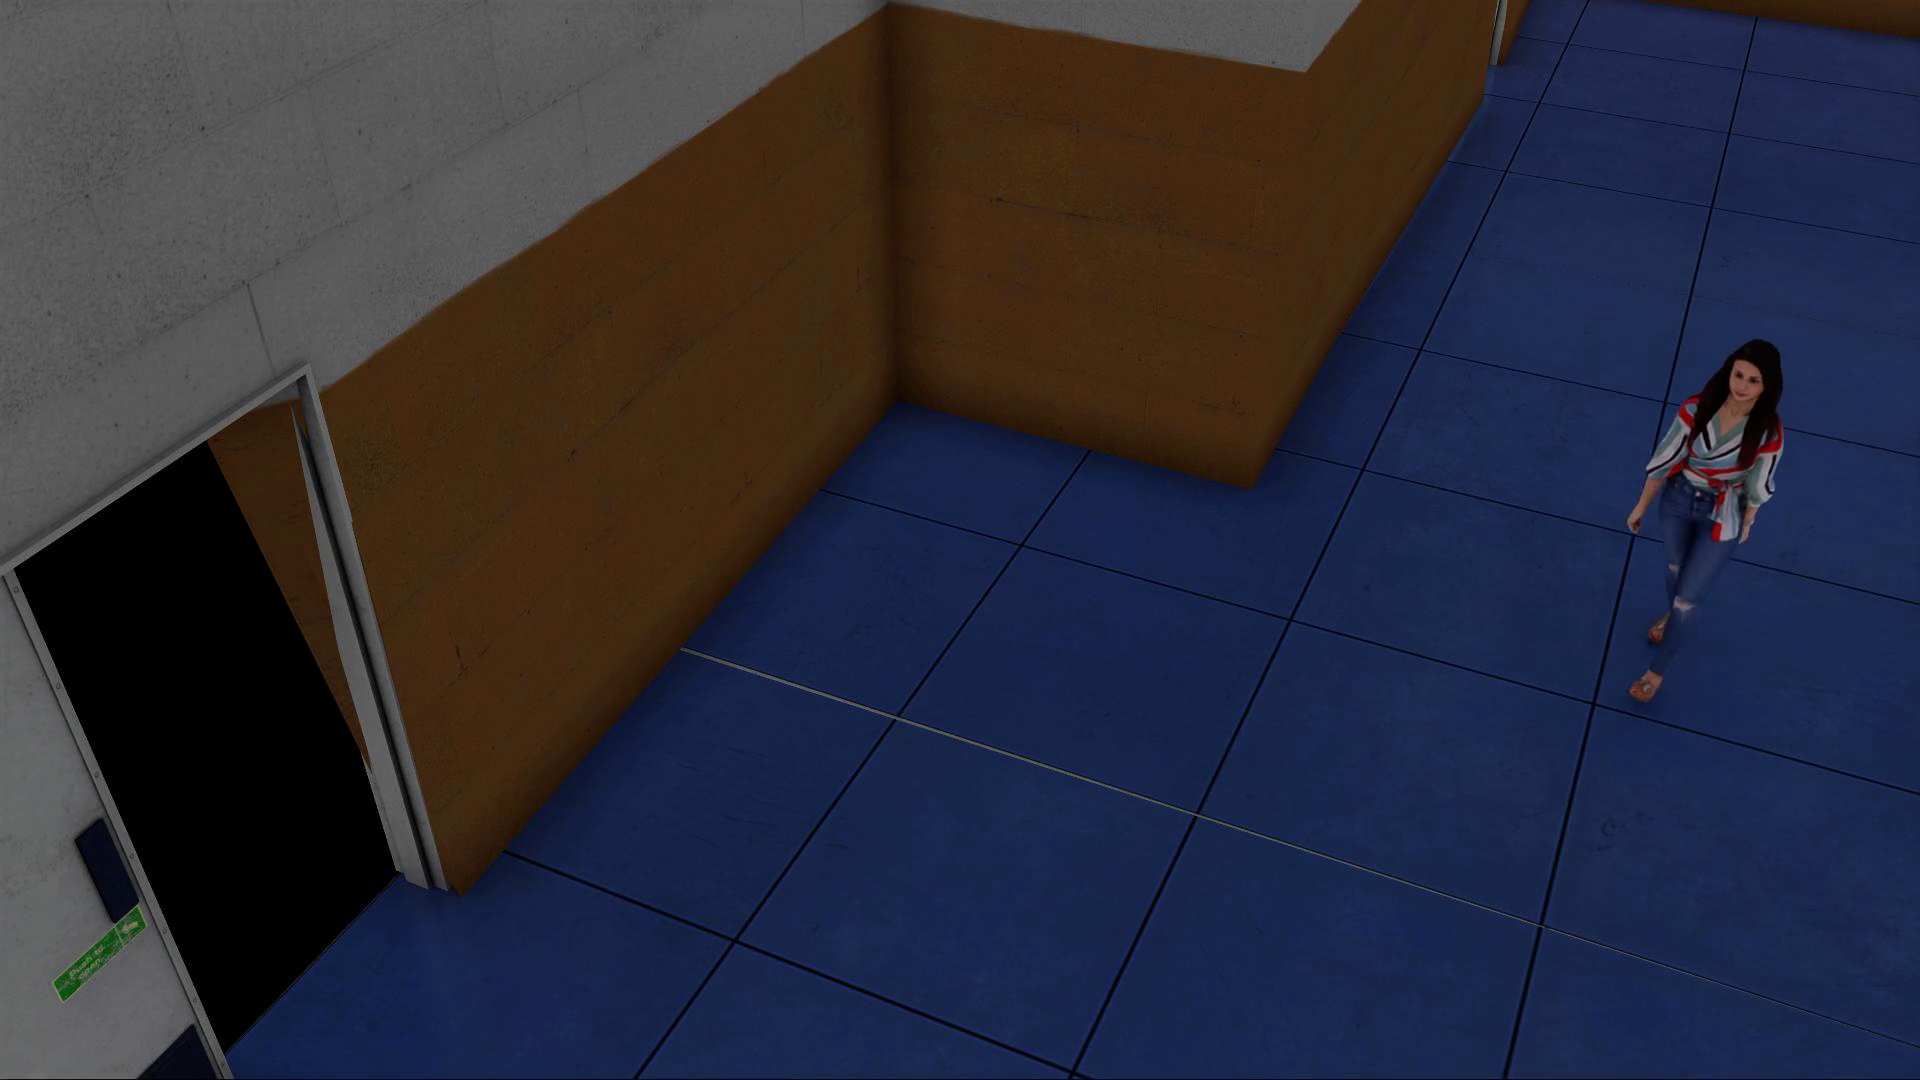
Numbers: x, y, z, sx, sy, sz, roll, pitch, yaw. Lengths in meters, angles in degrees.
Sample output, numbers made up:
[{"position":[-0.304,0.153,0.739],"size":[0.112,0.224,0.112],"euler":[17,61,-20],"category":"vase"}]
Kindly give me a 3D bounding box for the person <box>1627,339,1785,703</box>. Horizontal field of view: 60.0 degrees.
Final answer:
[{"position":[3.131,-0.155,6.950],"size":[0.893,1.576,1.012],"euler":[-30,46,-33],"category":"person"}]
